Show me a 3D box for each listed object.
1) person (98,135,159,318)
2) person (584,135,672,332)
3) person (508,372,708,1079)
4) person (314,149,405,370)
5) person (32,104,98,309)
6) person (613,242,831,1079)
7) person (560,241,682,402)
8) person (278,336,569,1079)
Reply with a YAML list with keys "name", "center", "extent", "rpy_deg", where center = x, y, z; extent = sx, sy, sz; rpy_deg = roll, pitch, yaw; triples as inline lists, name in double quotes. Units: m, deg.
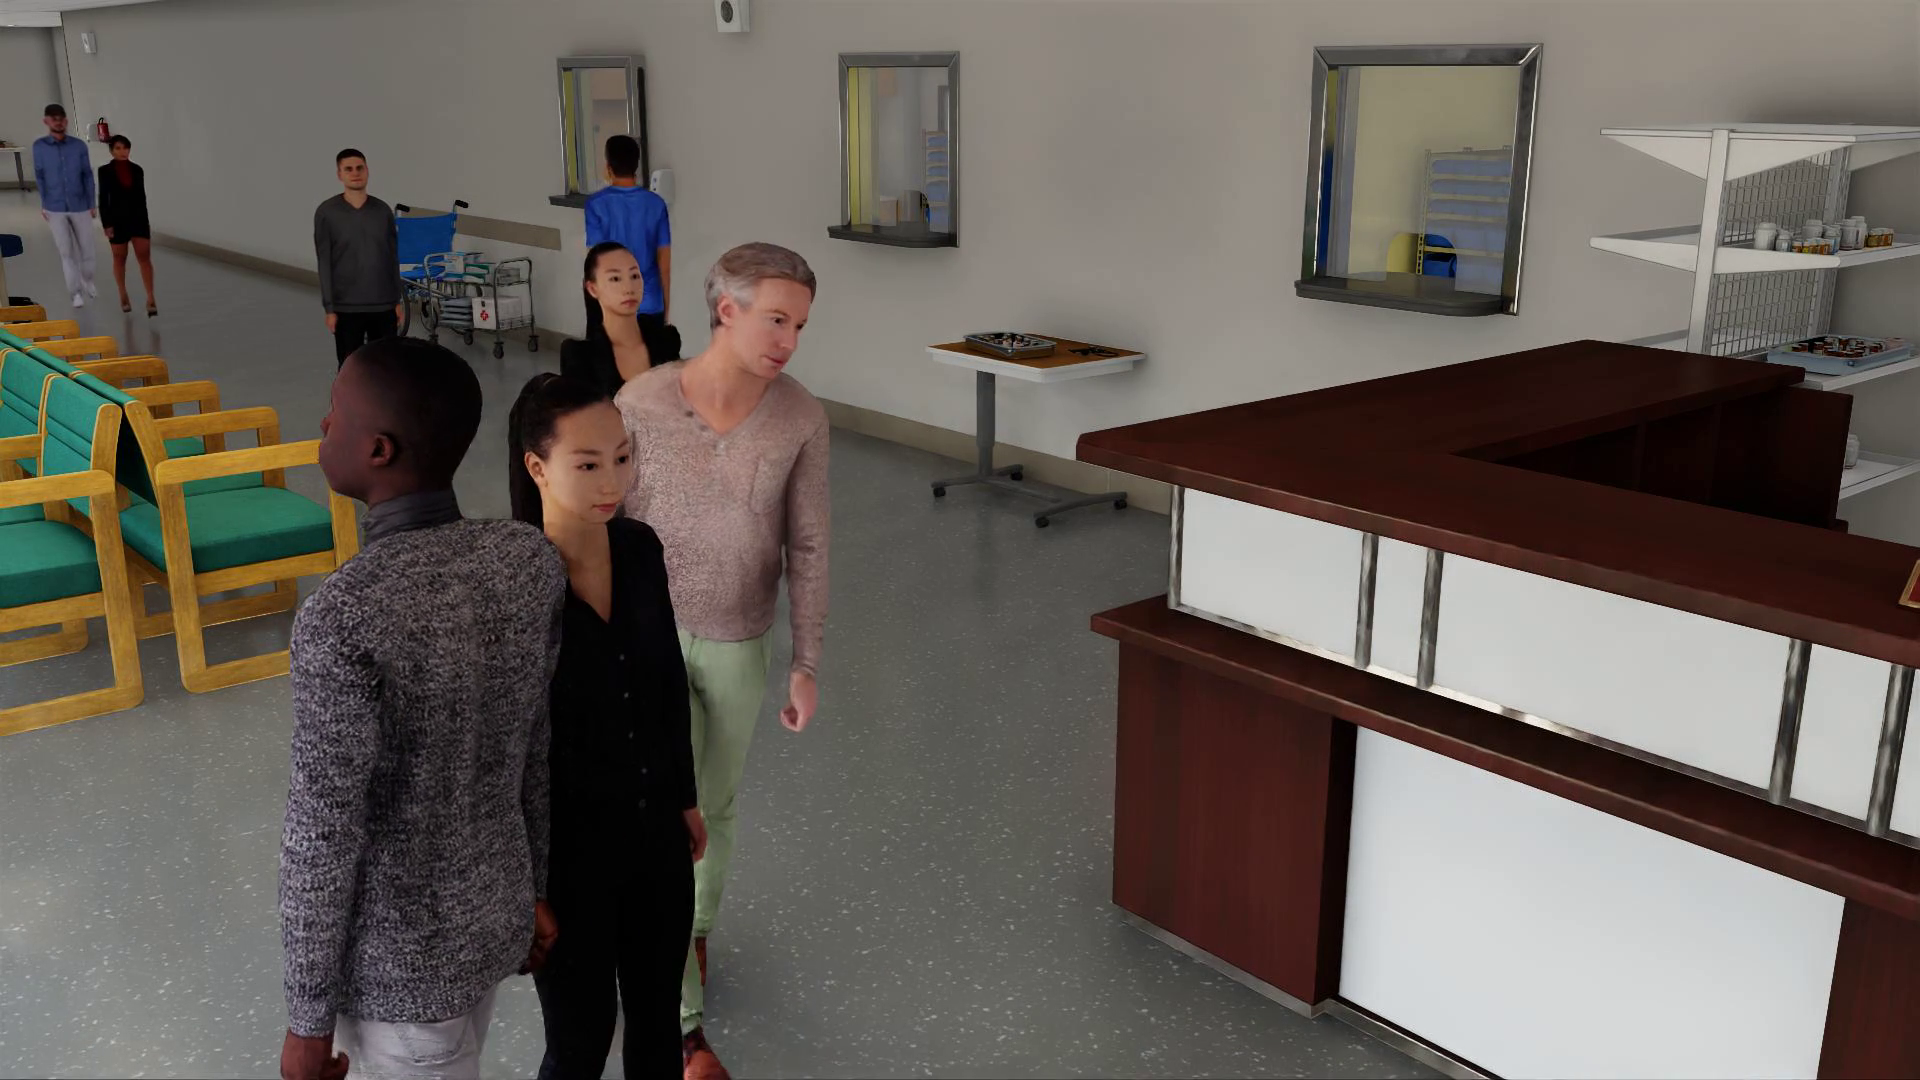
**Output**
- name: "person"
  center: [-7.540, -2.796, 15.010]
  extent: [0.993, 1.590, 0.694]
  rpy_deg: [-10, 19, -33]
- name: "person"
  center: [-1.724, -1.170, 8.769]
  extent: [0.822, 1.847, 0.838]
  rpy_deg: [-4, 16, -14]
- name: "person"
  center: [-0.640, 0.548, 2.926]
  extent: [0.677, 1.711, 0.494]
  rpy_deg: [12, 20, 36]
- name: "person"
  center: [-3.434, -1.349, 9.567]
  extent: [0.491, 1.760, 0.690]
  rpy_deg: [-11, 19, -34]
- name: "person"
  center: [-8.469, -3.154, 15.754]
  extent: [0.798, 1.875, 0.774]
  rpy_deg: [-9, 18, -30]
- name: "person"
  center: [-0.618, 0.257, 3.773]
  extent: [1.113, 1.813, 1.052]
  rpy_deg: [-2, 16, -7]
- name: "person"
  center: [-1.064, -0.071, 5.172]
  extent: [0.704, 1.685, 0.671]
  rpy_deg: [-12, 19, -36]
- name: "person"
  center: [-0.713, 0.627, 2.451]
  extent: [1.130, 1.818, 1.130]
  rpy_deg: [4, 16, 14]
